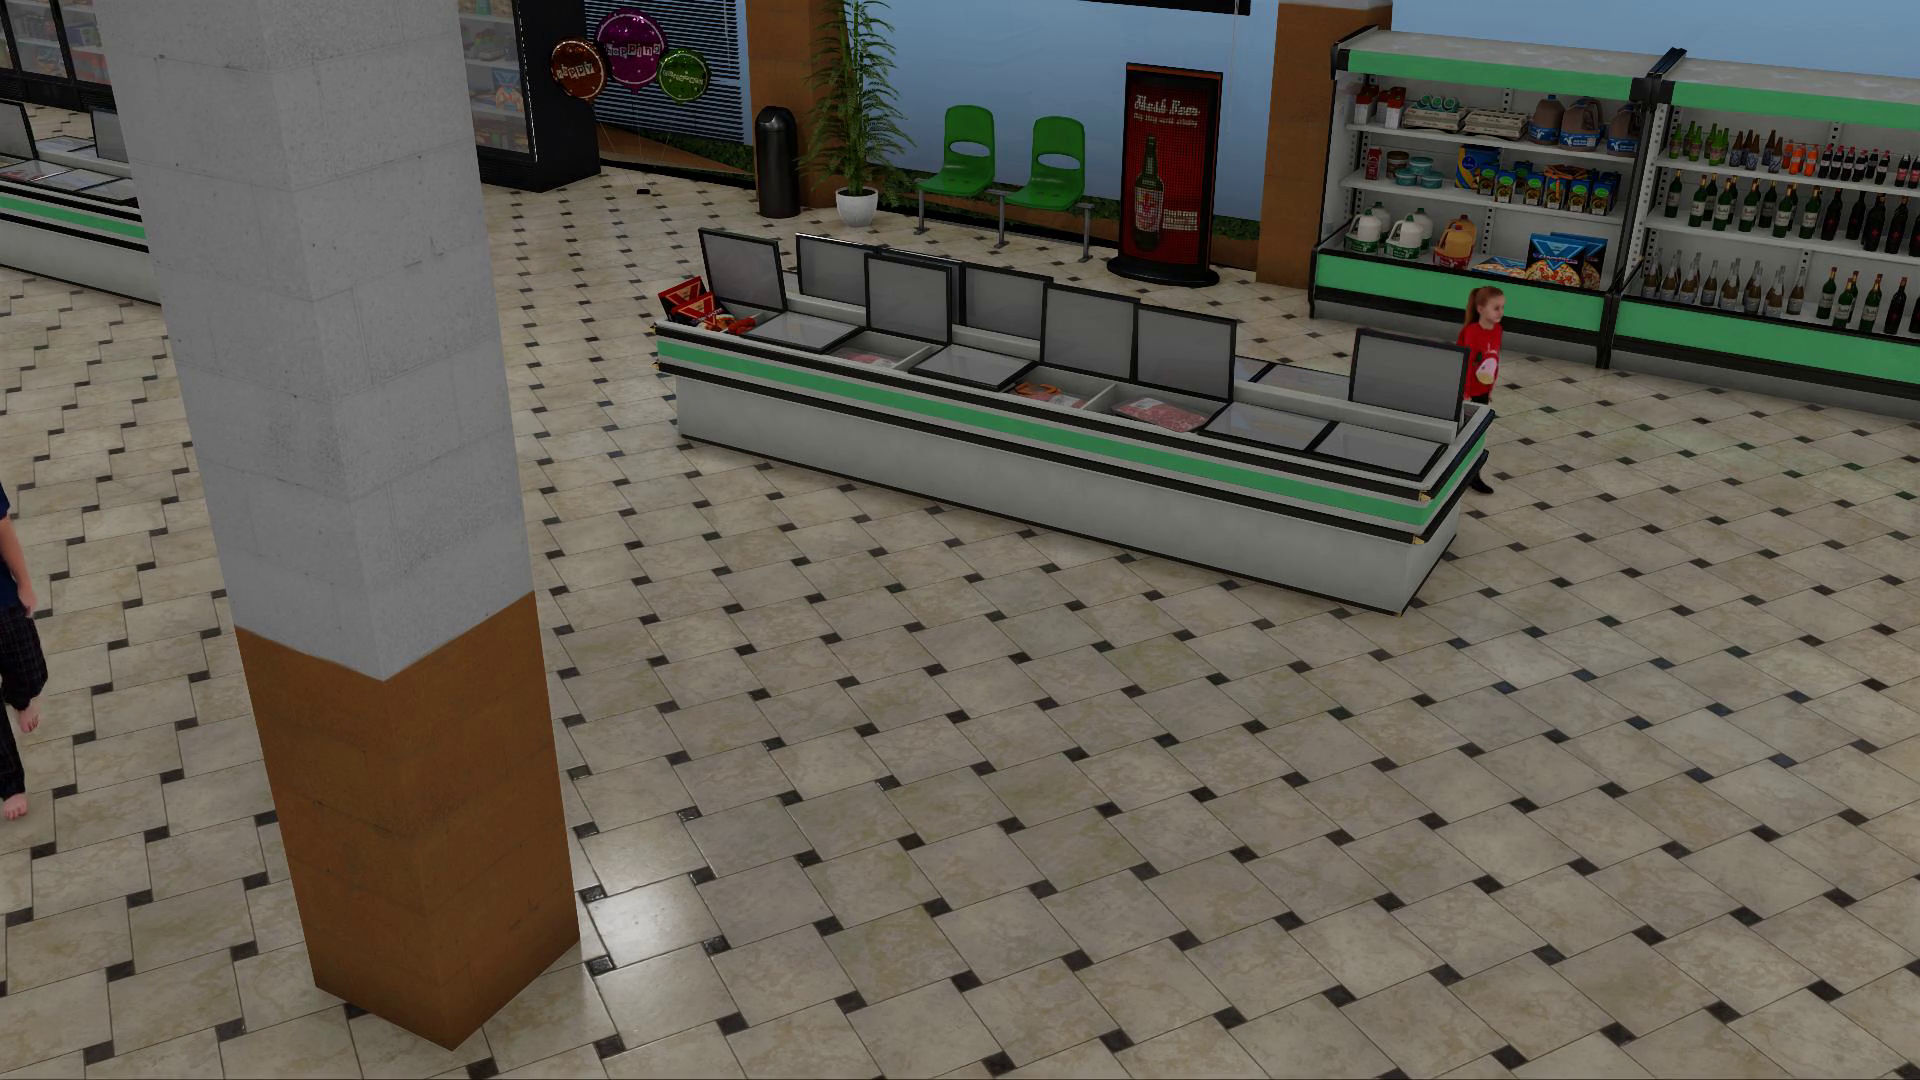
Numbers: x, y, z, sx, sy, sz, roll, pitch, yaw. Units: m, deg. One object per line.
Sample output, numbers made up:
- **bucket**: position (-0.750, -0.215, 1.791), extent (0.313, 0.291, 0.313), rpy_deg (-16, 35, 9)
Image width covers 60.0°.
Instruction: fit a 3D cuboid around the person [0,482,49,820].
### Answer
- **person**: position (-4.199, 0.240, 7.043), extent (0.901, 1.850, 1.100), rpy_deg (-18, 32, -32)
